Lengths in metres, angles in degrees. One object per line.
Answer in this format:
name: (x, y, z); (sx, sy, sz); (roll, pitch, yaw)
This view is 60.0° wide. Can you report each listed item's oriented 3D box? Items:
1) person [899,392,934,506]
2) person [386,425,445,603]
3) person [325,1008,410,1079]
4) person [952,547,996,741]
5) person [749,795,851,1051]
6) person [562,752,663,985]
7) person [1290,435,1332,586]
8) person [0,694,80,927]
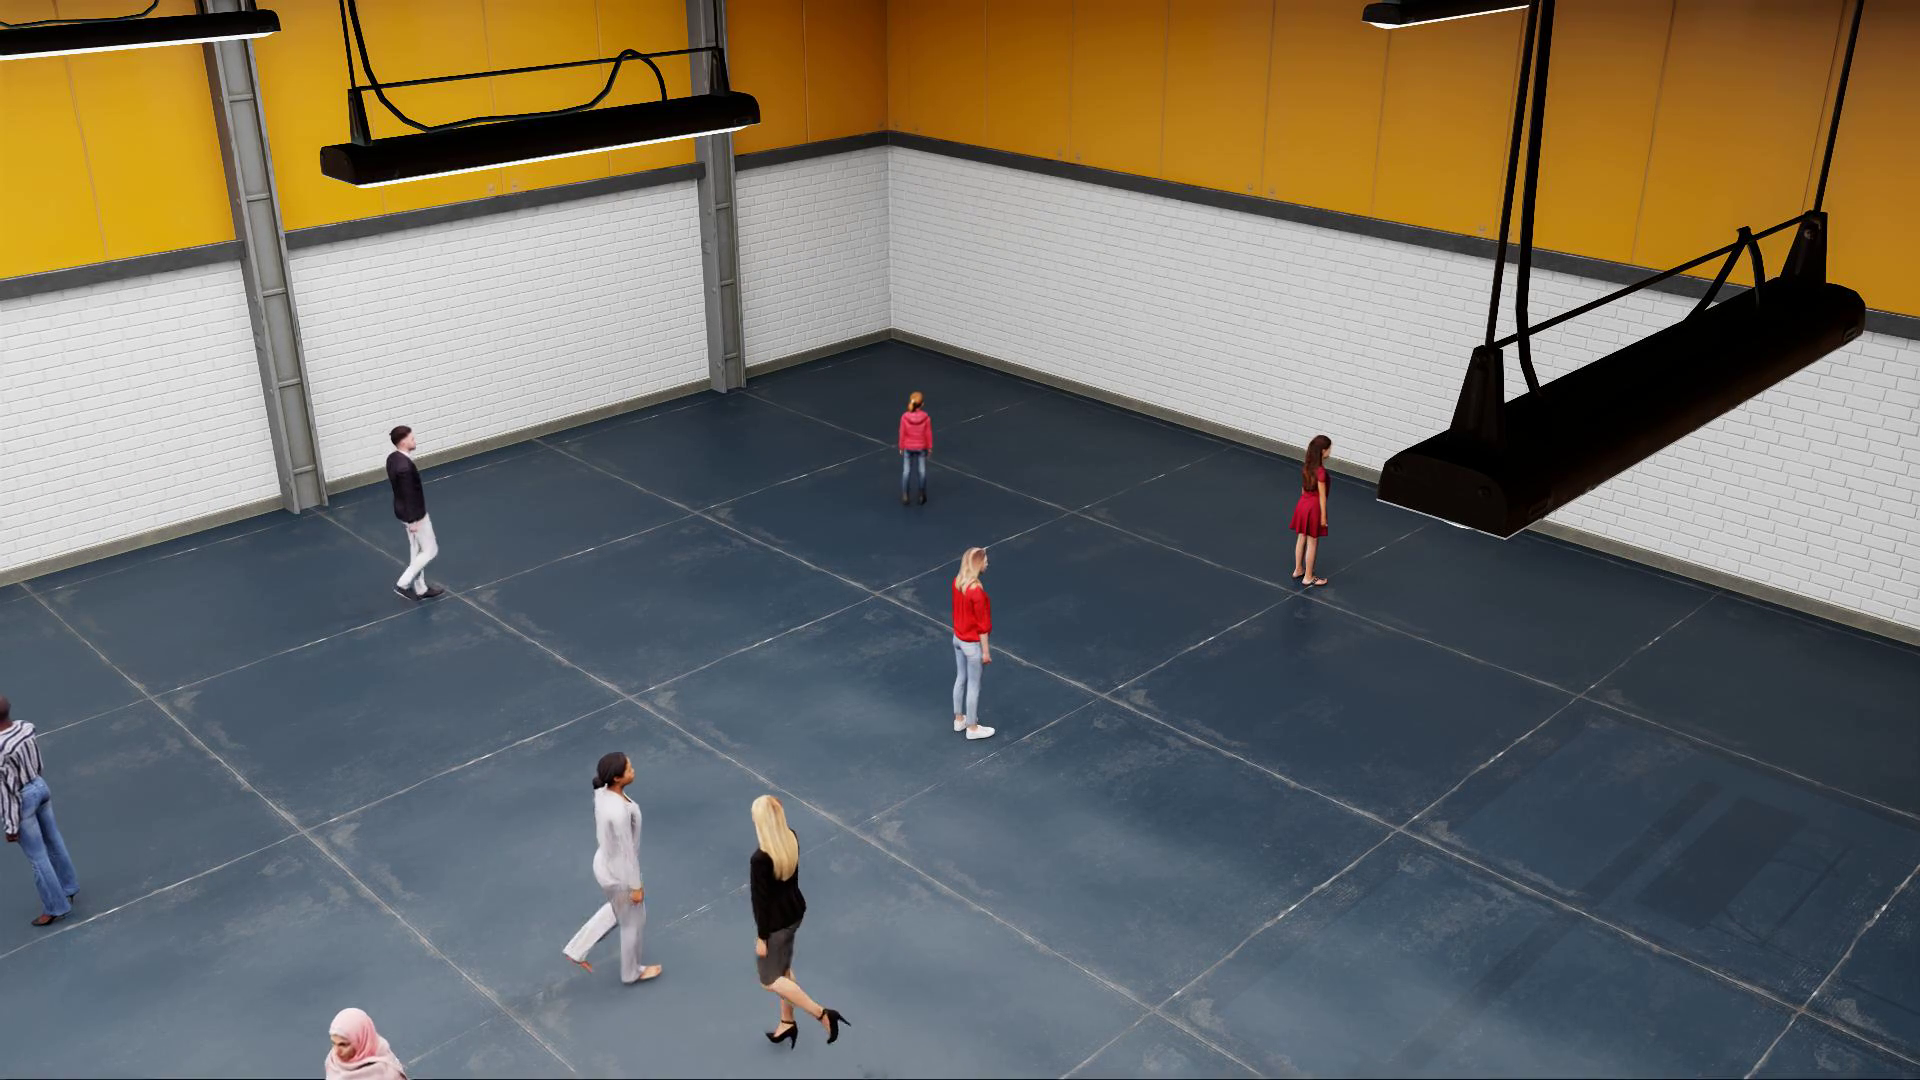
person: (-0.499, -1.017, 18.631); (0.626, 1.315, 0.683); (0, 24, 0)
person: (-5.432, -0.227, 16.176); (0.800, 1.833, 0.744); (-14, 27, -28)
person: (-2.949, 3.129, 8.603); (1.036, 1.751, 1.262); (6, 24, 13)
person: (0.084, 0.853, 13.866); (0.582, 1.705, 0.659); (-14, 27, -29)
person: (-1.023, 2.404, 10.170); (0.891, 1.824, 0.908); (9, 25, 21)
person: (-2.302, 2.176, 10.825); (0.954, 1.716, 0.807); (-10, 26, -22)
person: (3.543, -0.314, 16.721); (0.712, 1.557, 0.653); (-8, 25, -18)
person: (-6.433, 1.842, 11.492); (0.749, 1.794, 0.692); (0, 24, -1)
